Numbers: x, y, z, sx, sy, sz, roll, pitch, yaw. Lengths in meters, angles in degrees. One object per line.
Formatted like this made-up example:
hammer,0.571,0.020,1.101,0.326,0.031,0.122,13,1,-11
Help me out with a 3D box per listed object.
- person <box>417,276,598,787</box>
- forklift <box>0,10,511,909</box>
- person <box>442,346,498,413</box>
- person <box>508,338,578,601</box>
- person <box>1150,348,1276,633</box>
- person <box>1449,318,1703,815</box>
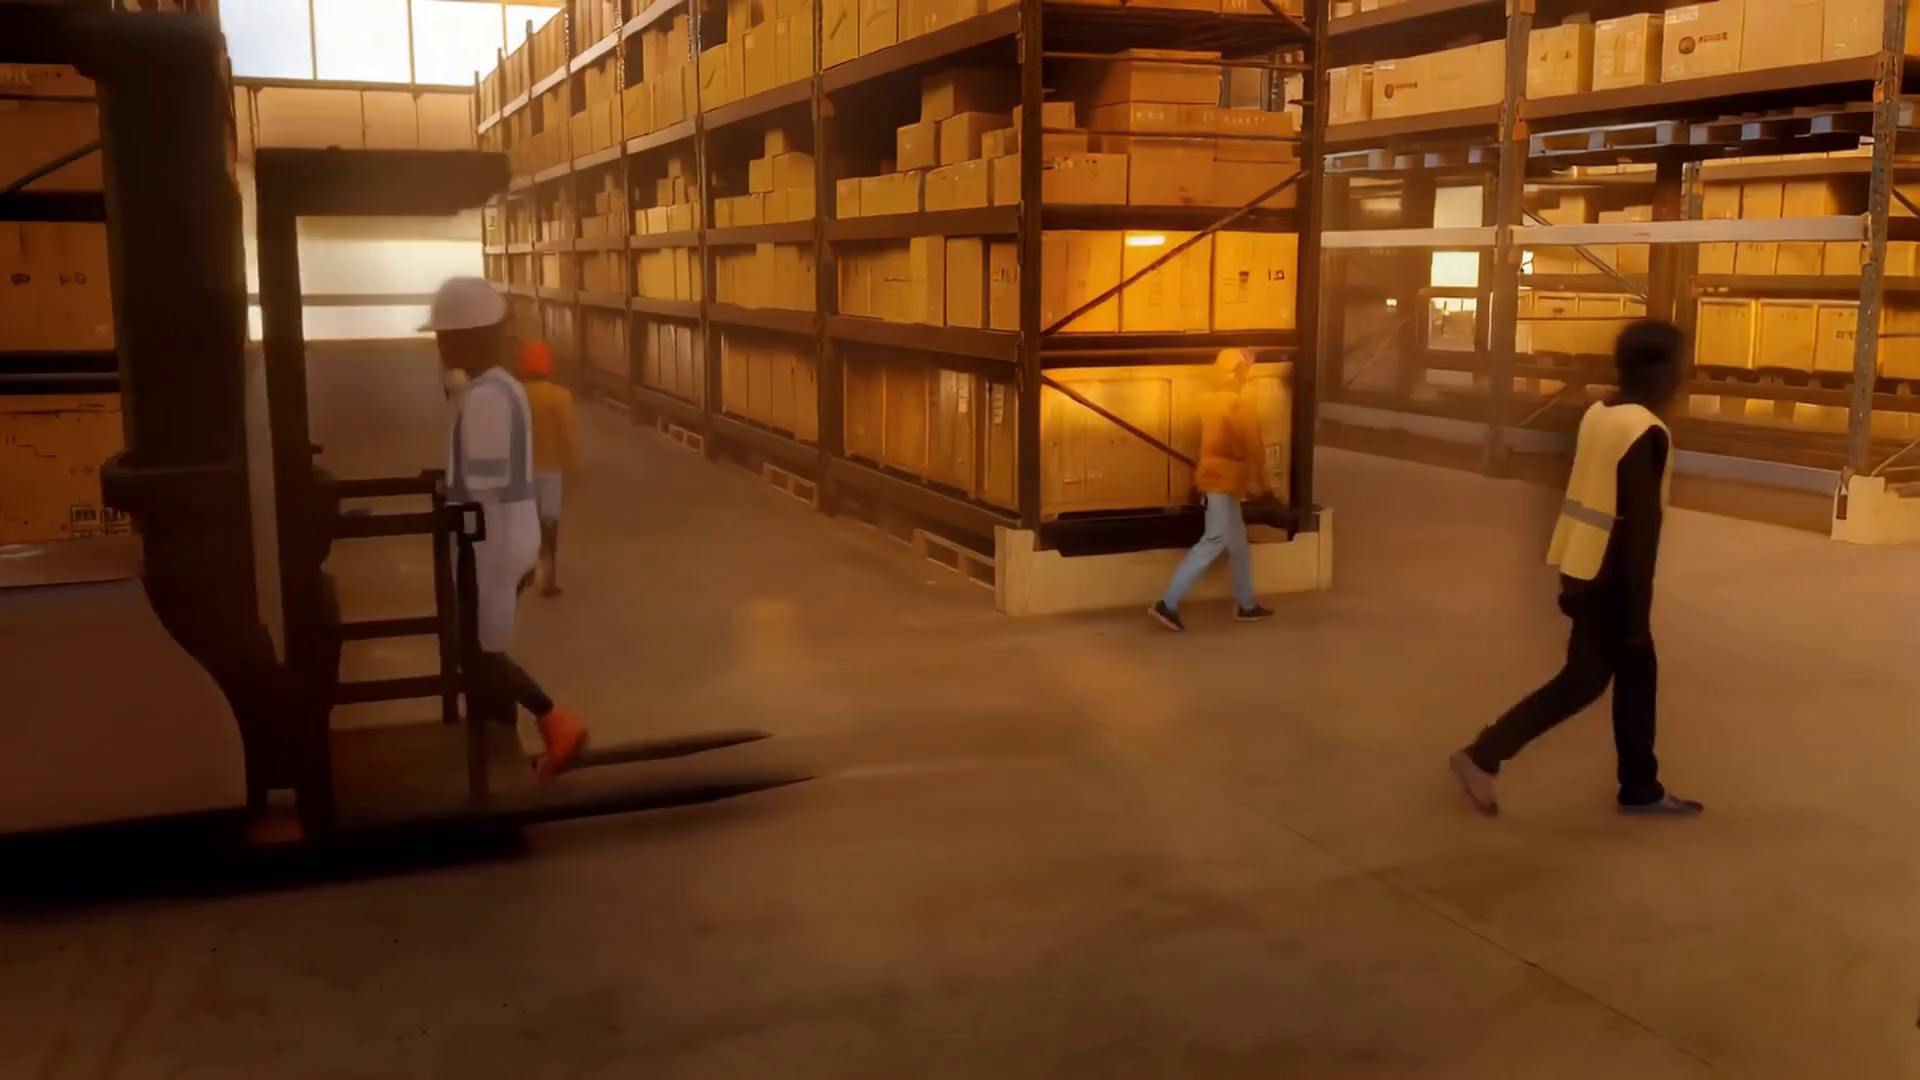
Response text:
person,-1.716,0.040,6.178,0.502,2.024,0.610,-2,10,-13
forklift,-2.615,-0.296,5.635,1.873,2.768,1.129,-4,10,-22
person,-4.791,-1.592,16.273,0.556,1.920,0.694,-6,11,-34
person,-2.608,-0.417,10.143,0.506,1.623,0.404,2,10,9
person,1.440,-0.285,9.406,0.861,1.596,0.504,-4,10,-21
person,2.313,0.127,6.118,0.908,1.885,0.597,1,9,3
